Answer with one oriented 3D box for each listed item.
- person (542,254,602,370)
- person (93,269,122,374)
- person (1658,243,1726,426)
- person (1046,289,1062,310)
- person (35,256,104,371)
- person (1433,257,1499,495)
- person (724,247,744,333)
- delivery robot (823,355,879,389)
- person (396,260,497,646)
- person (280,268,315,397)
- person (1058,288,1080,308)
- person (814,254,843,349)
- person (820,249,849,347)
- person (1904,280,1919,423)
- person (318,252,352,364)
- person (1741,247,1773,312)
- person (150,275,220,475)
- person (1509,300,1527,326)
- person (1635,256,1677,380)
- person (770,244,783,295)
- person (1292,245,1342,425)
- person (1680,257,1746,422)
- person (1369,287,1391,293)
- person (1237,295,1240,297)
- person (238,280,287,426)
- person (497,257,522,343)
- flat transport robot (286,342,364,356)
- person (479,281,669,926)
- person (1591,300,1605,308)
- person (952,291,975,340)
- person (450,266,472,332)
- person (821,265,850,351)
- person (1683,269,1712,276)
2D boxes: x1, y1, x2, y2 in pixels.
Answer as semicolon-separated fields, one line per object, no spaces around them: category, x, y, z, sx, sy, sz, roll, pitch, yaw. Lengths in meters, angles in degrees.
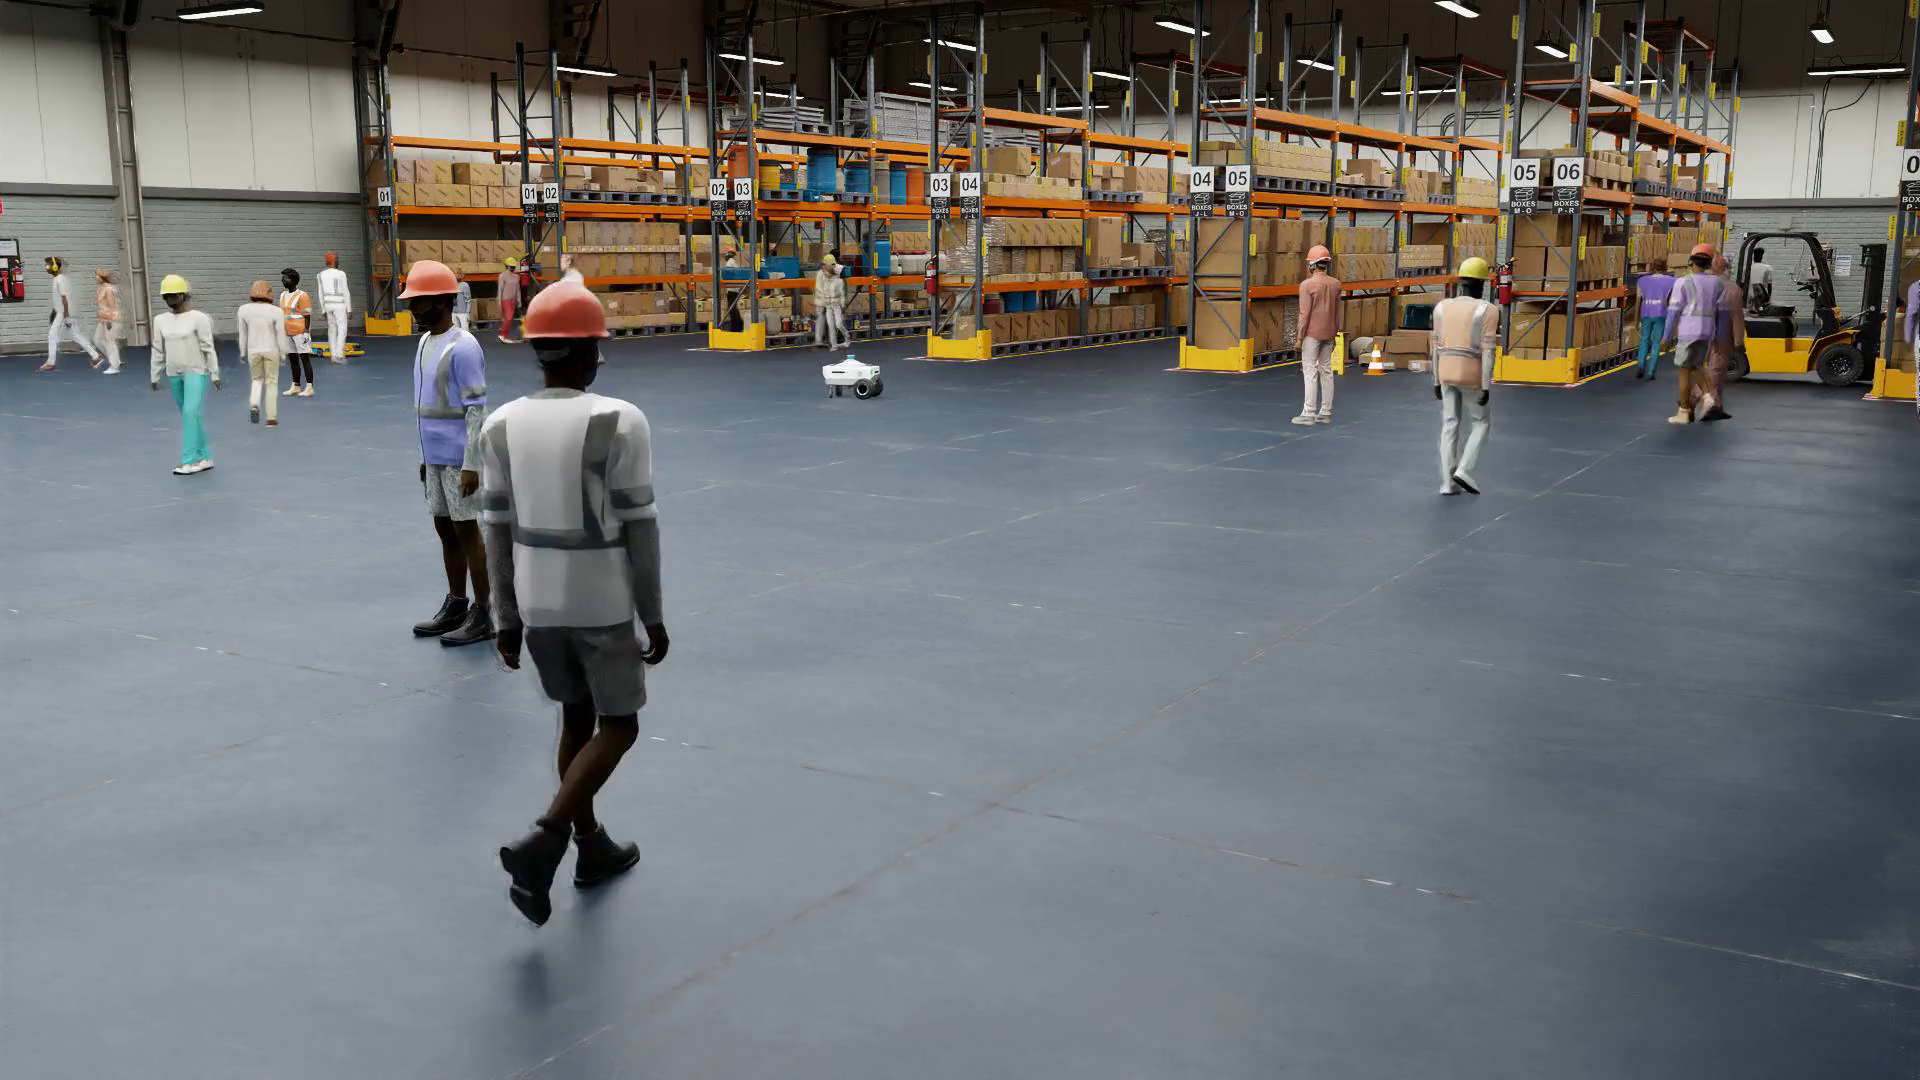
person;-6.257;-3.676;26.820;1.013;1.861;0.651;-5;11;-27
person;-13.222;-3.380;25.752;0.371;1.626;0.537;-8;13;-40
person;8.142;-2.264;18.432;0.654;2.016;0.506;-3;11;-17
person;2.171;-6.063;40.251;0.515;1.820;0.637;6;12;29
person;-14.299;-3.623;26.613;0.962;1.821;0.500;-4;11;-22
person;4.049;-1.299;13.340;0.587;1.912;0.417;10;14;44
person;-4.948;-5.421;36.354;0.414;1.944;0.716;0;10;-1
delivery robot;-1.431;-2.180;21.799;0.707;0.478;0.477;2;10;14
person;-2.600;-0.430;8.388;0.373;1.935;0.552;-9;14;-42
person;-8.770;-2.731;21.948;0.540;1.695;0.317;6;12;30
person;2.949;-7.067;45.728;0.585;1.869;1.021;9;14;42
person;-2.490;-4.527;31.704;0.659;1.805;0.625;-5;11;-24
person;-2.460;-4.722;32.498;0.587;1.913;0.390;6;12;29
person;11.036;-2.291;18.832;0.649;1.927;0.572;6;12;31
person;-10.504;-3.901;28.016;0.576;1.888;0.374;4;11;21
person;16.022;-4.926;33.541;0.626;1.953;0.468;4;11;20
person;-6.806;-1.420;14.460;0.556;1.733;0.798;2;10;11
person;13.750;-6.227;40.862;0.635;1.934;0.351;6;12;30
person;10.340;-3.291;24.726;0.558;1.825;0.525;6;12;29
person;-4.804;-6.669;43.177;0.619;2.008;1.005;6;12;31
person;3.995;-2.287;18.629;0.622;1.994;0.381;-7;12;-34
person;8.561;-2.279;18.928;0.845;1.878;0.642;-4;11;-19
person;9.698;-5.708;38.281;0.511;1.832;0.976;6;12;29
person;5.956;-4.955;34.479;0.554;1.667;0.678;8;13;38
person;-7.699;-2.054;18.363;0.523;1.616;0.393;-1;10;-6
person;-9.133;-4.852;33.714;0.421;1.736;0.522;5;11;26
flat transport robot;-11.473;-3.442;29.928;1.431;0.197;0.652;6;12;31
person;-1.183;0.192;4.973;0.560;1.916;0.725;3;11;19
person;16.249;-6.450;42.012;0.615;1.979;0.545;-4;11;-20
person;0.124;-4.605;32.475;0.496;1.689;0.925;6;12;30
person;-8.551;-3.853;28.409;0.507;1.632;0.268;6;12;30
person;-2.356;-4.383;31.433;0.539;1.618;0.497;5;11;27
person;13.062;-4.111;29.407;0.627;1.798;0.923;6;12;31
